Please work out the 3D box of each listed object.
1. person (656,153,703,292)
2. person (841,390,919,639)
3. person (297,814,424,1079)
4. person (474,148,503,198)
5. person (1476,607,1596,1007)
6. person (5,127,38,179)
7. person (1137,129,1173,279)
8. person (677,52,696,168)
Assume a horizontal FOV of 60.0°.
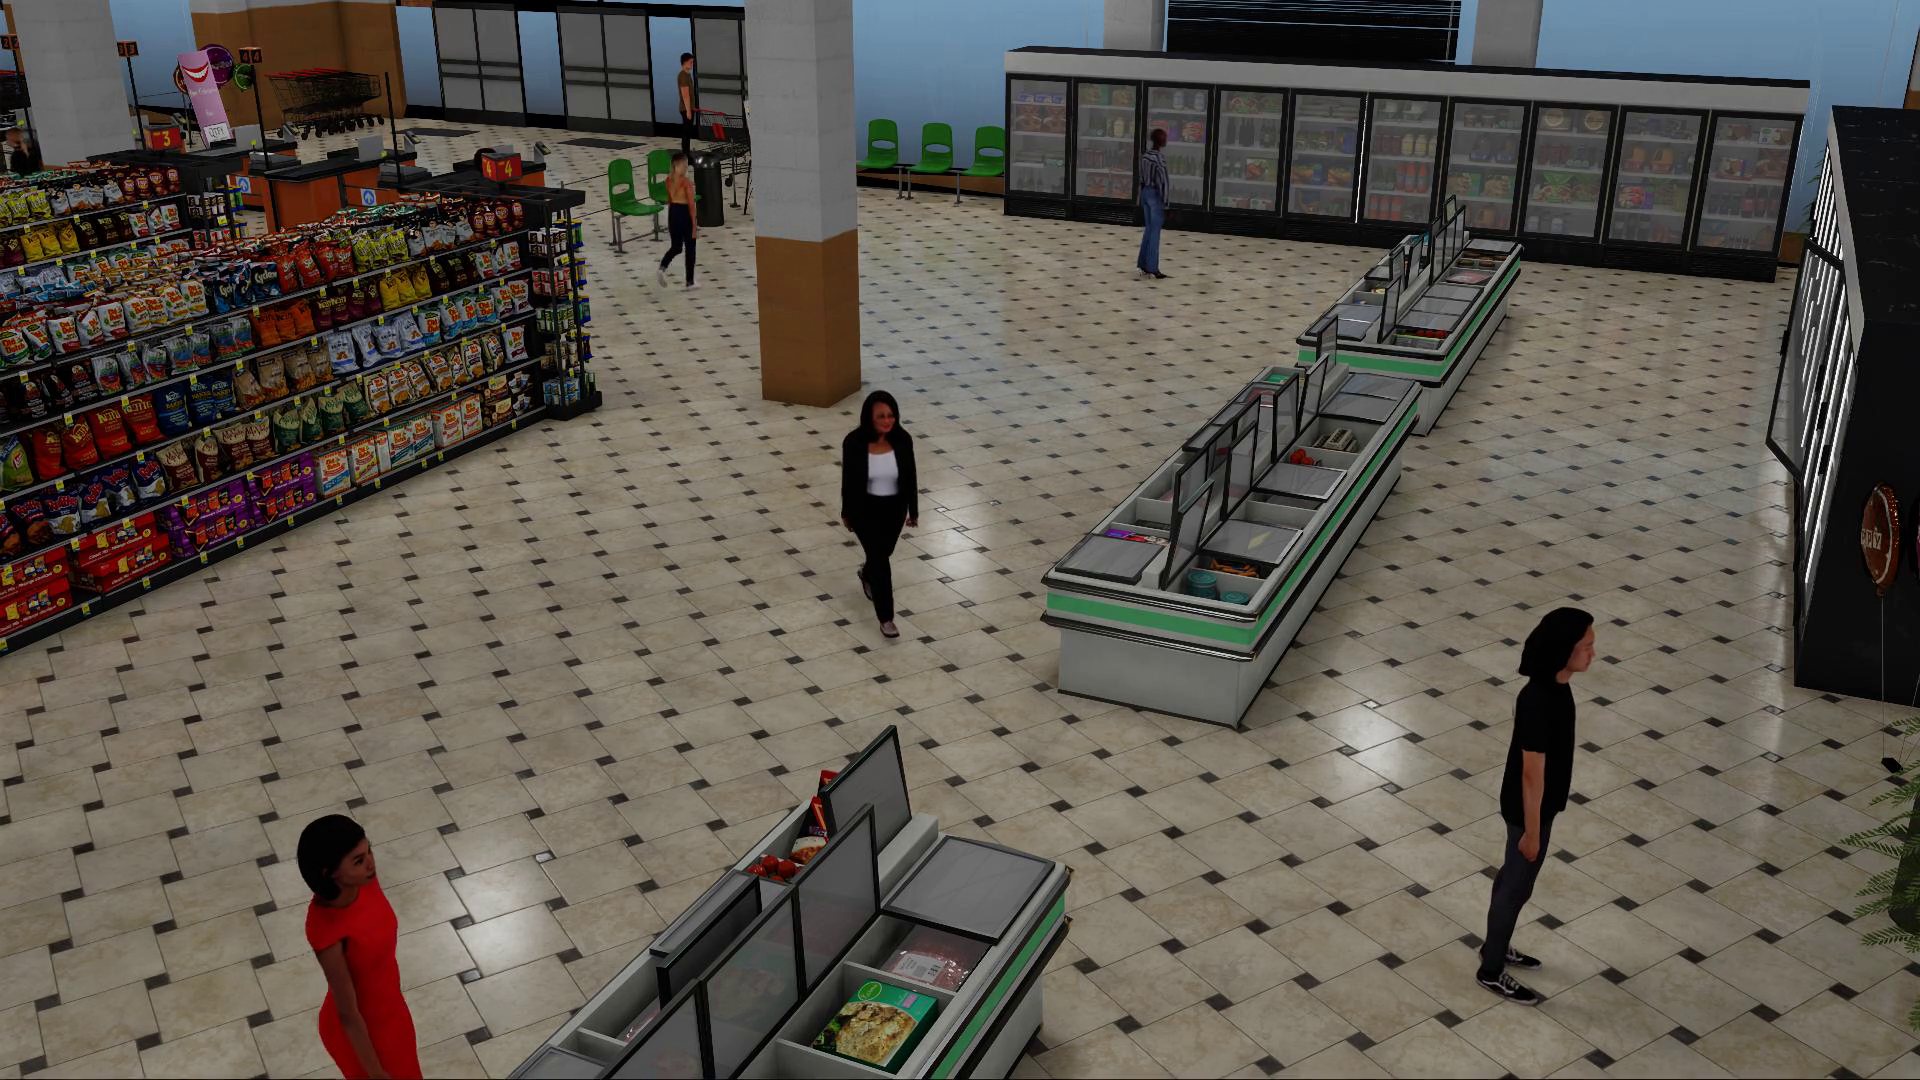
[{"bbox_3d":[-3.306,-3.688,19.433,0.658,1.618,0.921,14,26,32],"label":"person"},{"bbox_3d":[-0.557,-0.212,10.831,1.113,1.581,1.151,-10,24,-23],"label":"person"},{"bbox_3d":[-2.104,1.719,5.811,0.743,1.742,0.605,0,22,1],"label":"person"},{"bbox_3d":[-5.429,-3.670,19.270,0.719,1.707,0.627,-4,22,-10],"label":"person"},{"bbox_3d":[2.470,1.114,7.193,0.696,1.833,0.443,9,24,22],"label":"person"},{"bbox_3d":[-11.360,-4.153,20.417,0.758,1.746,0.744,3,22,8],"label":"person"},{"bbox_3d":[2.338,-4.084,20.182,0.759,1.795,0.710,-10,24,-24],"label":"person"},{"bbox_3d":[-4.589,-7.243,27.969,0.806,1.850,0.679,-1,22,-3],"label":"person"}]
